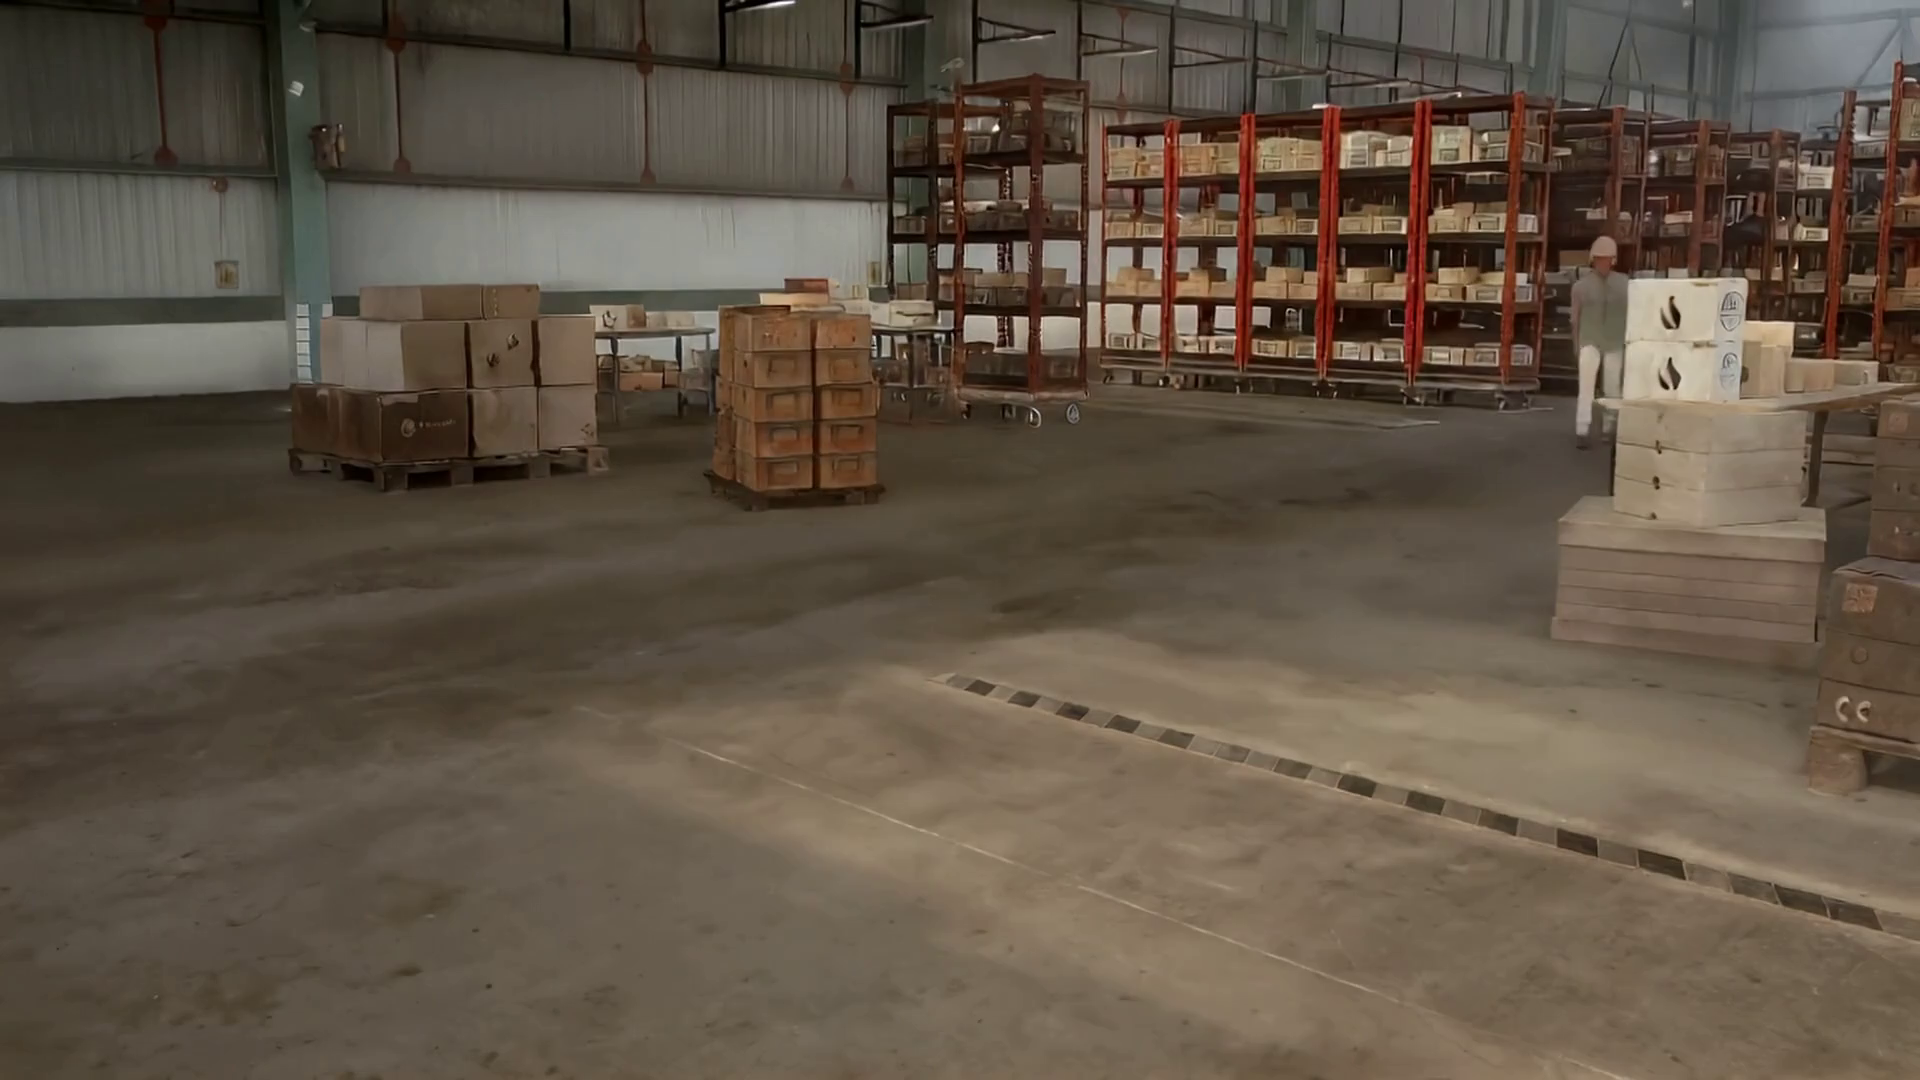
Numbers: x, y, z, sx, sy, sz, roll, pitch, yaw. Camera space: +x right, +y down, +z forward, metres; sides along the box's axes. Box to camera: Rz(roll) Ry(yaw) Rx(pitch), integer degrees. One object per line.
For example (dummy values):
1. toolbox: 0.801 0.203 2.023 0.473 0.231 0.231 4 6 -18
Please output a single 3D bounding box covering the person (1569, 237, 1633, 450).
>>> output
1. person: 5.935 -1.816 15.375 0.602 1.948 1.049 5 11 27
